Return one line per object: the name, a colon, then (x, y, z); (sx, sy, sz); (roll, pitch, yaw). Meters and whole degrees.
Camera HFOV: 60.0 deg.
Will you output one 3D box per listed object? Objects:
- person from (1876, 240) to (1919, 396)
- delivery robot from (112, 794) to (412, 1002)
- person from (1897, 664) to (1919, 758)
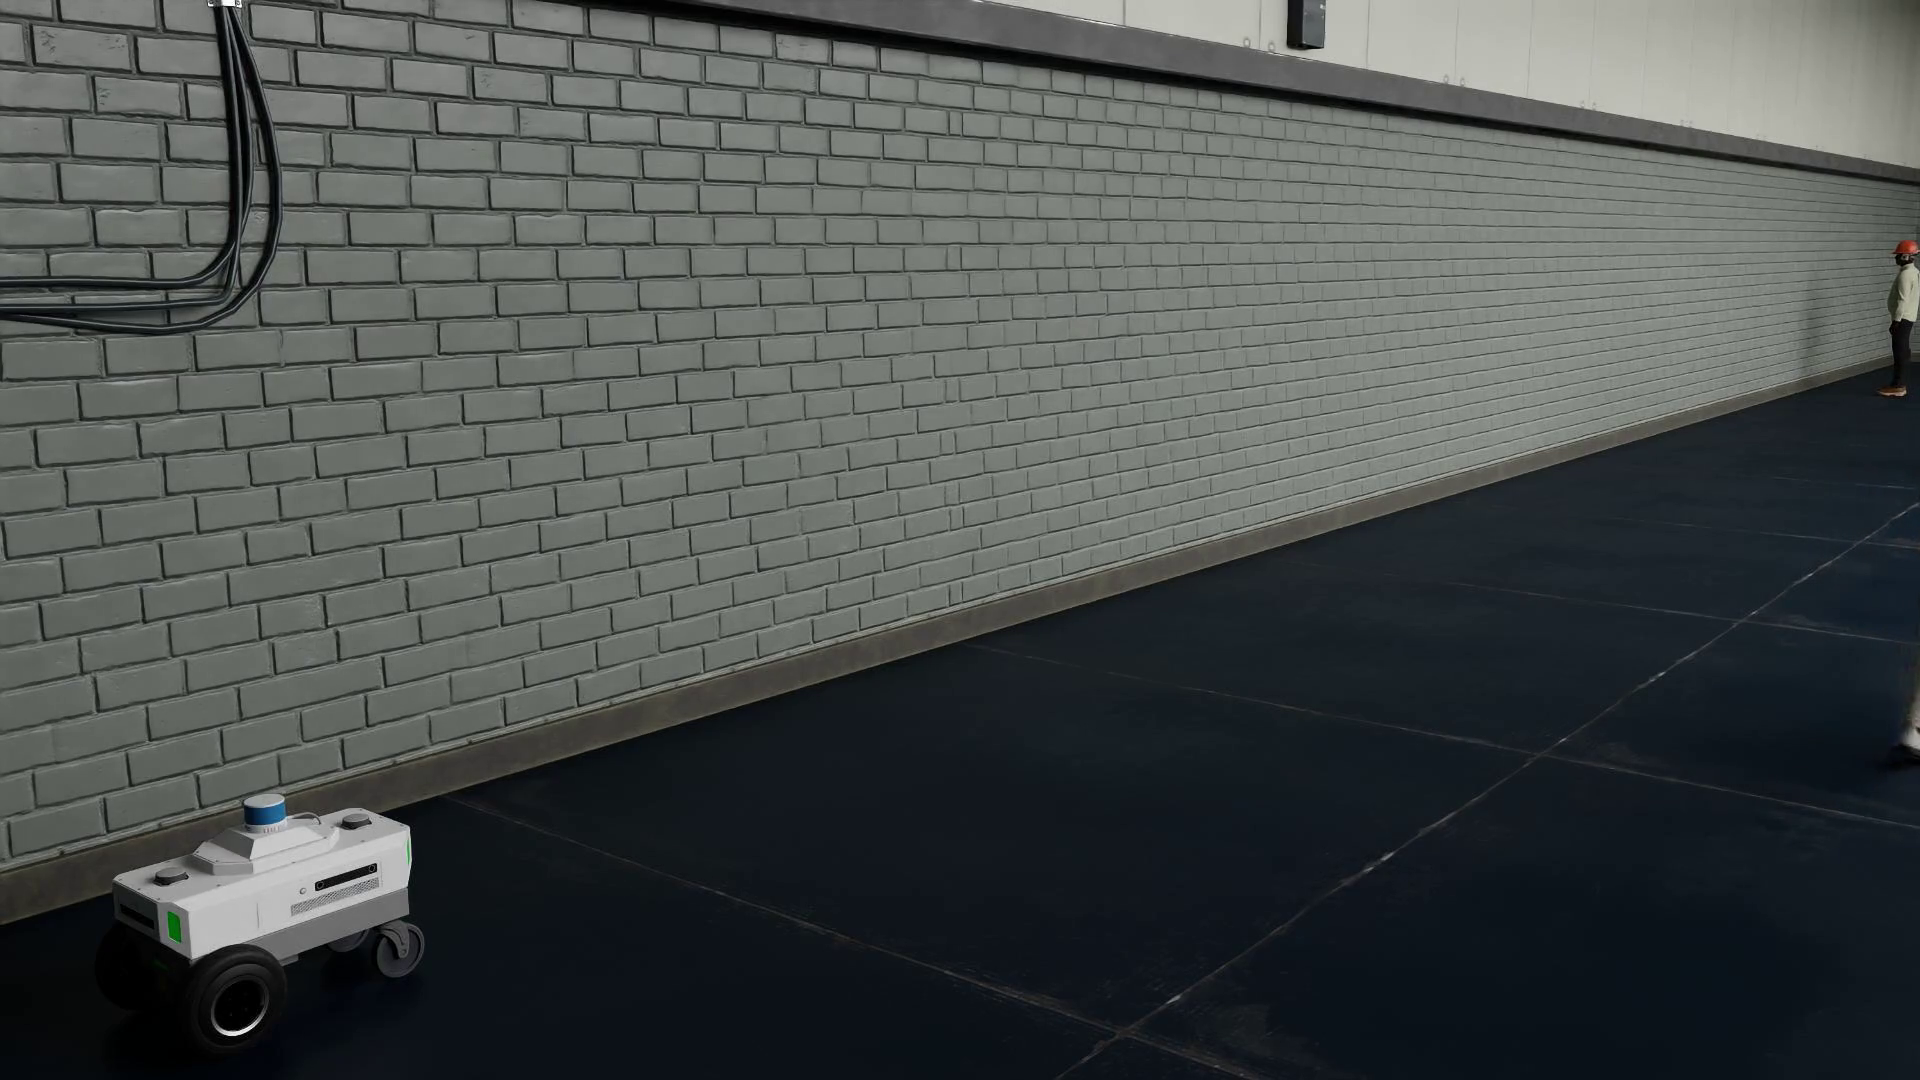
person: (12.219, -2.879, 21.594); (0.379, 1.995, 0.612); (8, 13, 38)
delivery robot: (-1.825, 0.917, 4.407); (0.477, 0.478, 0.707); (8, 13, 38)
person: (3.982, 0.061, 6.393); (0.852, 1.600, 0.511); (-7, 12, -34)
